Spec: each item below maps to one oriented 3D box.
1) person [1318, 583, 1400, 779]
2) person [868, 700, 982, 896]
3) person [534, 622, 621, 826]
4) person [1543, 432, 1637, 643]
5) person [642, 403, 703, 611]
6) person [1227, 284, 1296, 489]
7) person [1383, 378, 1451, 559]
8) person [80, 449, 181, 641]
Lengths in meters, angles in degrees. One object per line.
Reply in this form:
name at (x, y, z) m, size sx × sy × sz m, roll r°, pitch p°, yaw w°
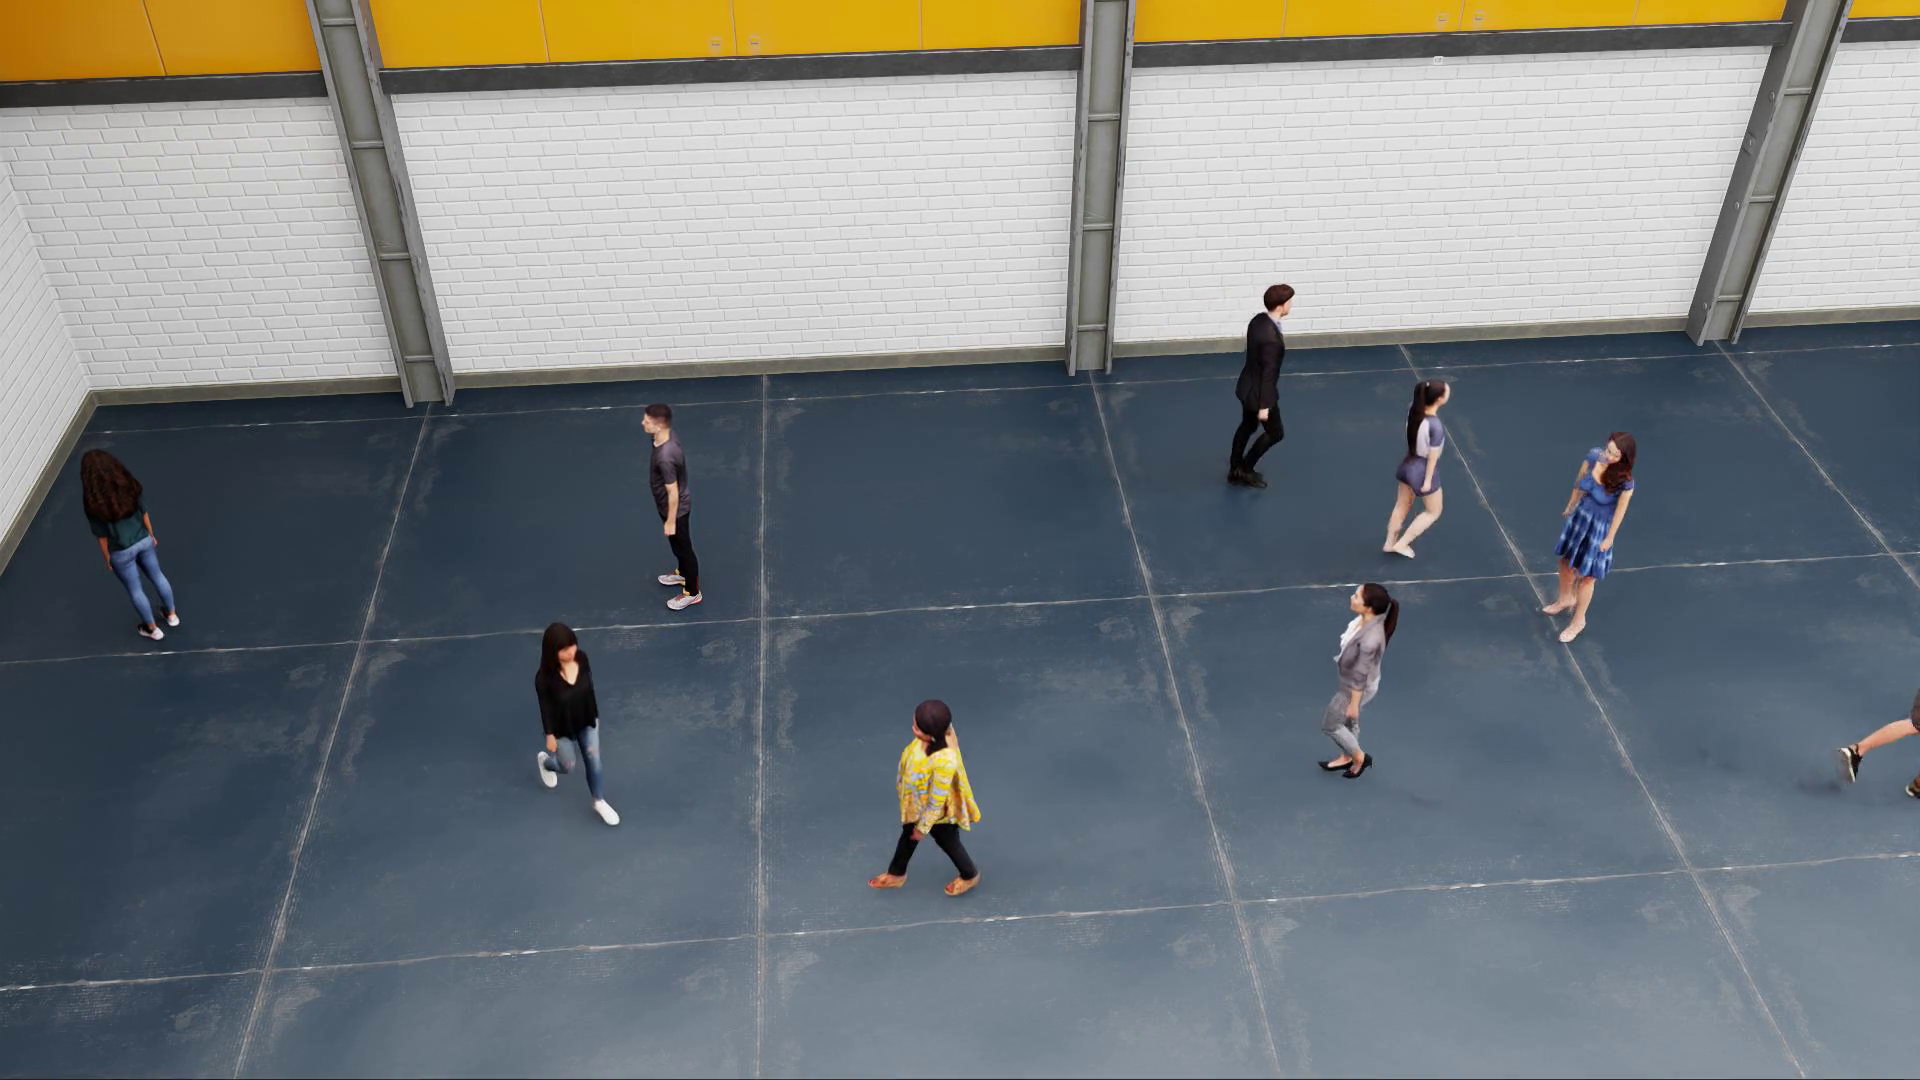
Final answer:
person at (2.672, 0.977, 10.881) m, size 0.750 × 1.663 × 0.730 m, roll 12°, pitch 40°, yaw 15°
person at (-0.076, 1.612, 10.120) m, size 0.994 × 1.622 × 0.819 m, roll -11°, pitch 40°, yaw -13°
person at (-2.544, 1.138, 10.705) m, size 0.958 × 1.633 × 0.927 m, roll 31°, pitch 48°, yaw 33°
person at (4.543, -0.050, 12.062) m, size 0.660 × 1.796 × 0.726 m, roll -8°, pitch 39°, yaw -10°
person at (-2.141, -0.267, 12.360) m, size 0.607 × 1.763 × 0.687 m, roll -11°, pitch 40°, yaw -13°
person at (2.340, -1.210, 13.452) m, size 0.615 × 1.874 × 0.716 m, roll -2°, pitch 39°, yaw -3°
person at (3.444, -0.508, 12.761) m, size 0.644 × 1.638 × 0.668 m, roll -12°, pitch 40°, yaw -15°
person at (-6.051, 0.034, 12.101) m, size 0.766 × 1.616 × 0.714 m, roll 24°, pitch 44°, yaw 27°
